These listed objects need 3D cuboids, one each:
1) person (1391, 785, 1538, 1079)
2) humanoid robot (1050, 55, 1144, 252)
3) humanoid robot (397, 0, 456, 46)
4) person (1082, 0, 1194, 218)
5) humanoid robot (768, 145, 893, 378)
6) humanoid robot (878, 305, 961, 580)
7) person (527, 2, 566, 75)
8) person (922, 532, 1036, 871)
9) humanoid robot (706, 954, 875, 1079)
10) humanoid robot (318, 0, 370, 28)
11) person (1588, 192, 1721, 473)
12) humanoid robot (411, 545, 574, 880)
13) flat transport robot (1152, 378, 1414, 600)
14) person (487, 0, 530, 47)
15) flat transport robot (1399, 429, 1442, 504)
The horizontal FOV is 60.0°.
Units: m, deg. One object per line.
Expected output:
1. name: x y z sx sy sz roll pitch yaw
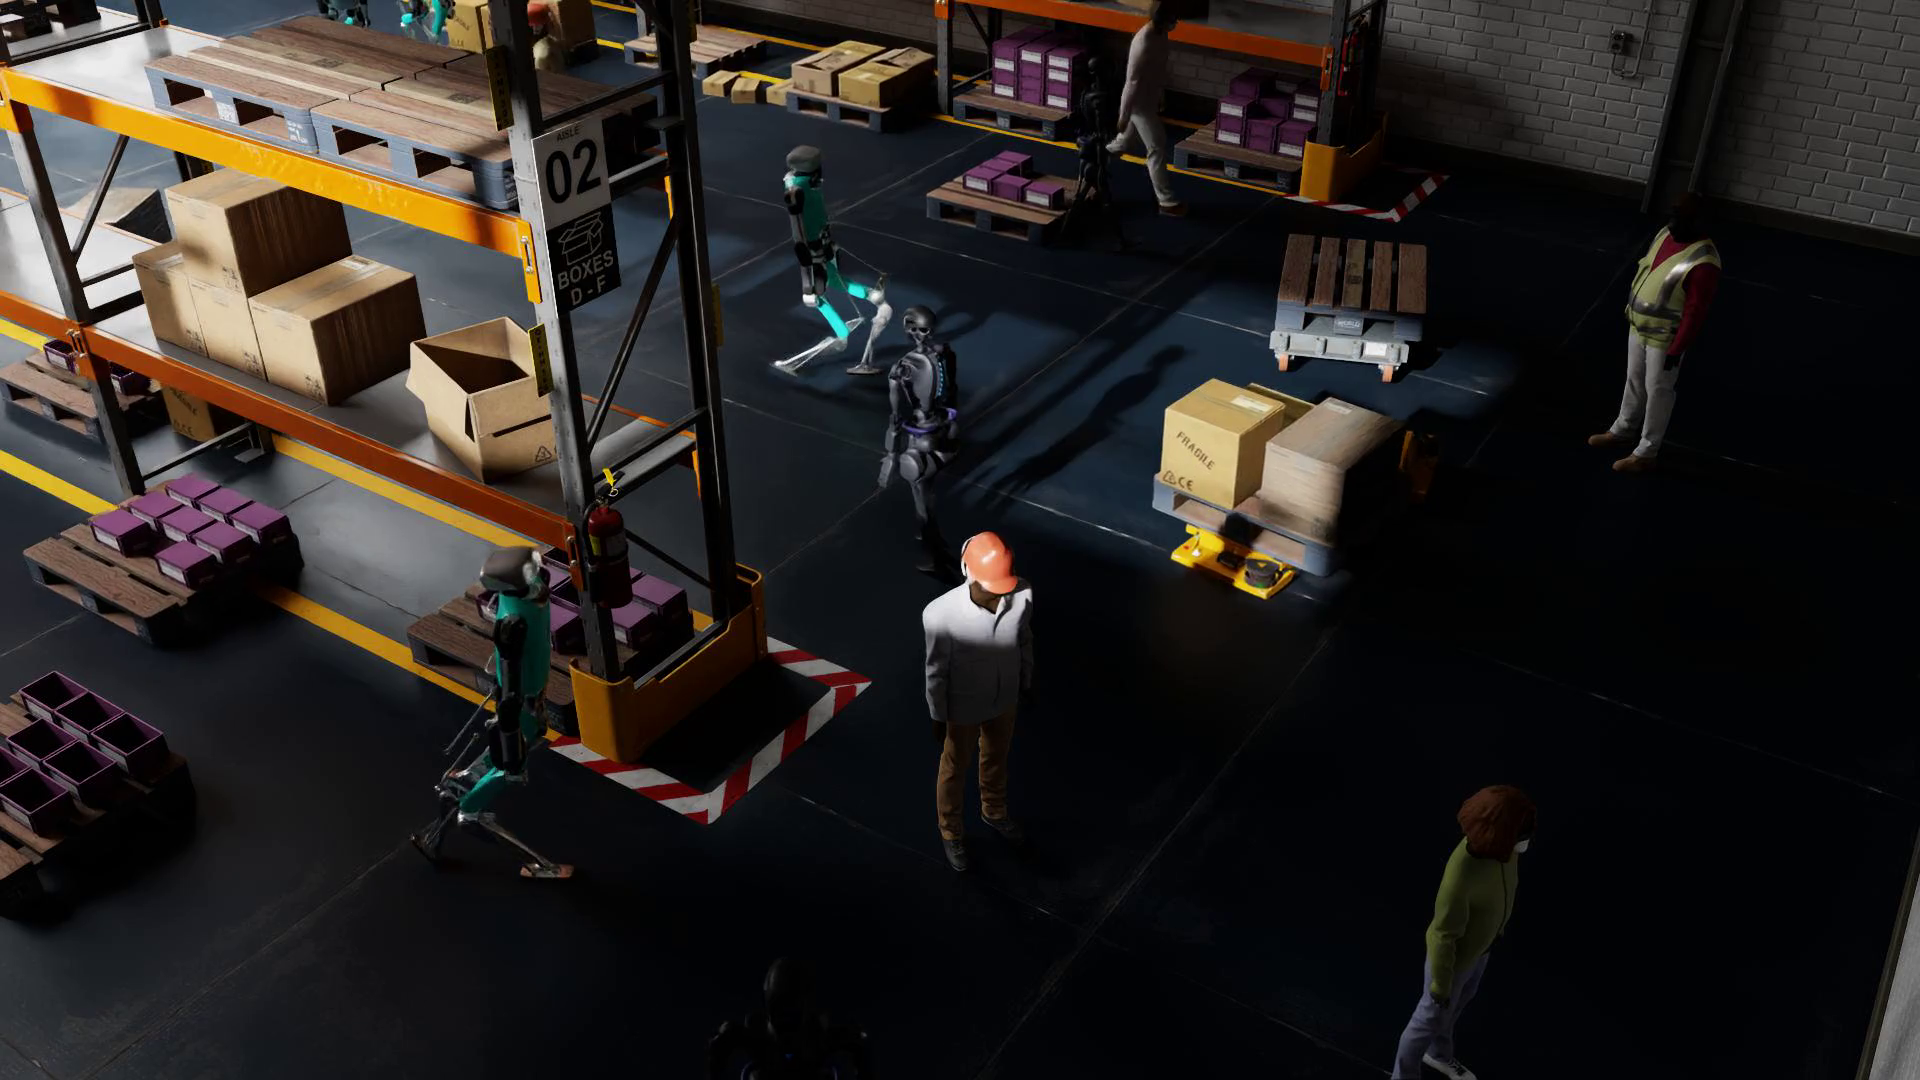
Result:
1. person: 1.900 1.543 6.257 0.281 1.624 0.492 25 41 33
2. humanoid robot: 1.132 -3.107 13.396 0.772 1.629 0.588 -1 33 -1
3. humanoid robot: -5.461 -5.497 16.961 0.973 1.734 0.540 27 41 34
4. person: 1.501 -3.678 14.062 1.031 1.881 0.655 10 34 15
5. humanoid robot: -0.839 -1.811 11.313 1.028 1.732 0.559 6 34 10
6. humanoid robot: -0.197 -0.546 9.428 0.421 1.644 0.592 25 40 33
7. person: -3.483 -3.730 14.261 0.451 1.737 0.567 -3 33 -4
8. person: 0.107 0.704 7.437 0.560 1.742 0.335 -19 38 -27
9. humanoid robot: -0.565 1.935 5.614 0.617 1.647 0.446 -1 33 -2
10. humanoid robot: -6.118 -5.094 16.351 0.940 1.733 0.551 24 40 32
11. person: 4.378 -1.305 10.435 0.429 1.847 0.626 -4 33 -7
12. humanoid robot: -2.173 0.828 7.283 0.933 1.796 0.559 0 33 0
13. flat transport robot: 1.956 -0.125 10.065 0.659 0.231 1.431 25 40 33
14. person: -4.048 -4.384 15.072 0.489 1.951 0.419 26 41 34
15. flat transport robot: 2.350 -0.597 10.790 1.431 0.231 0.659 13 35 19
